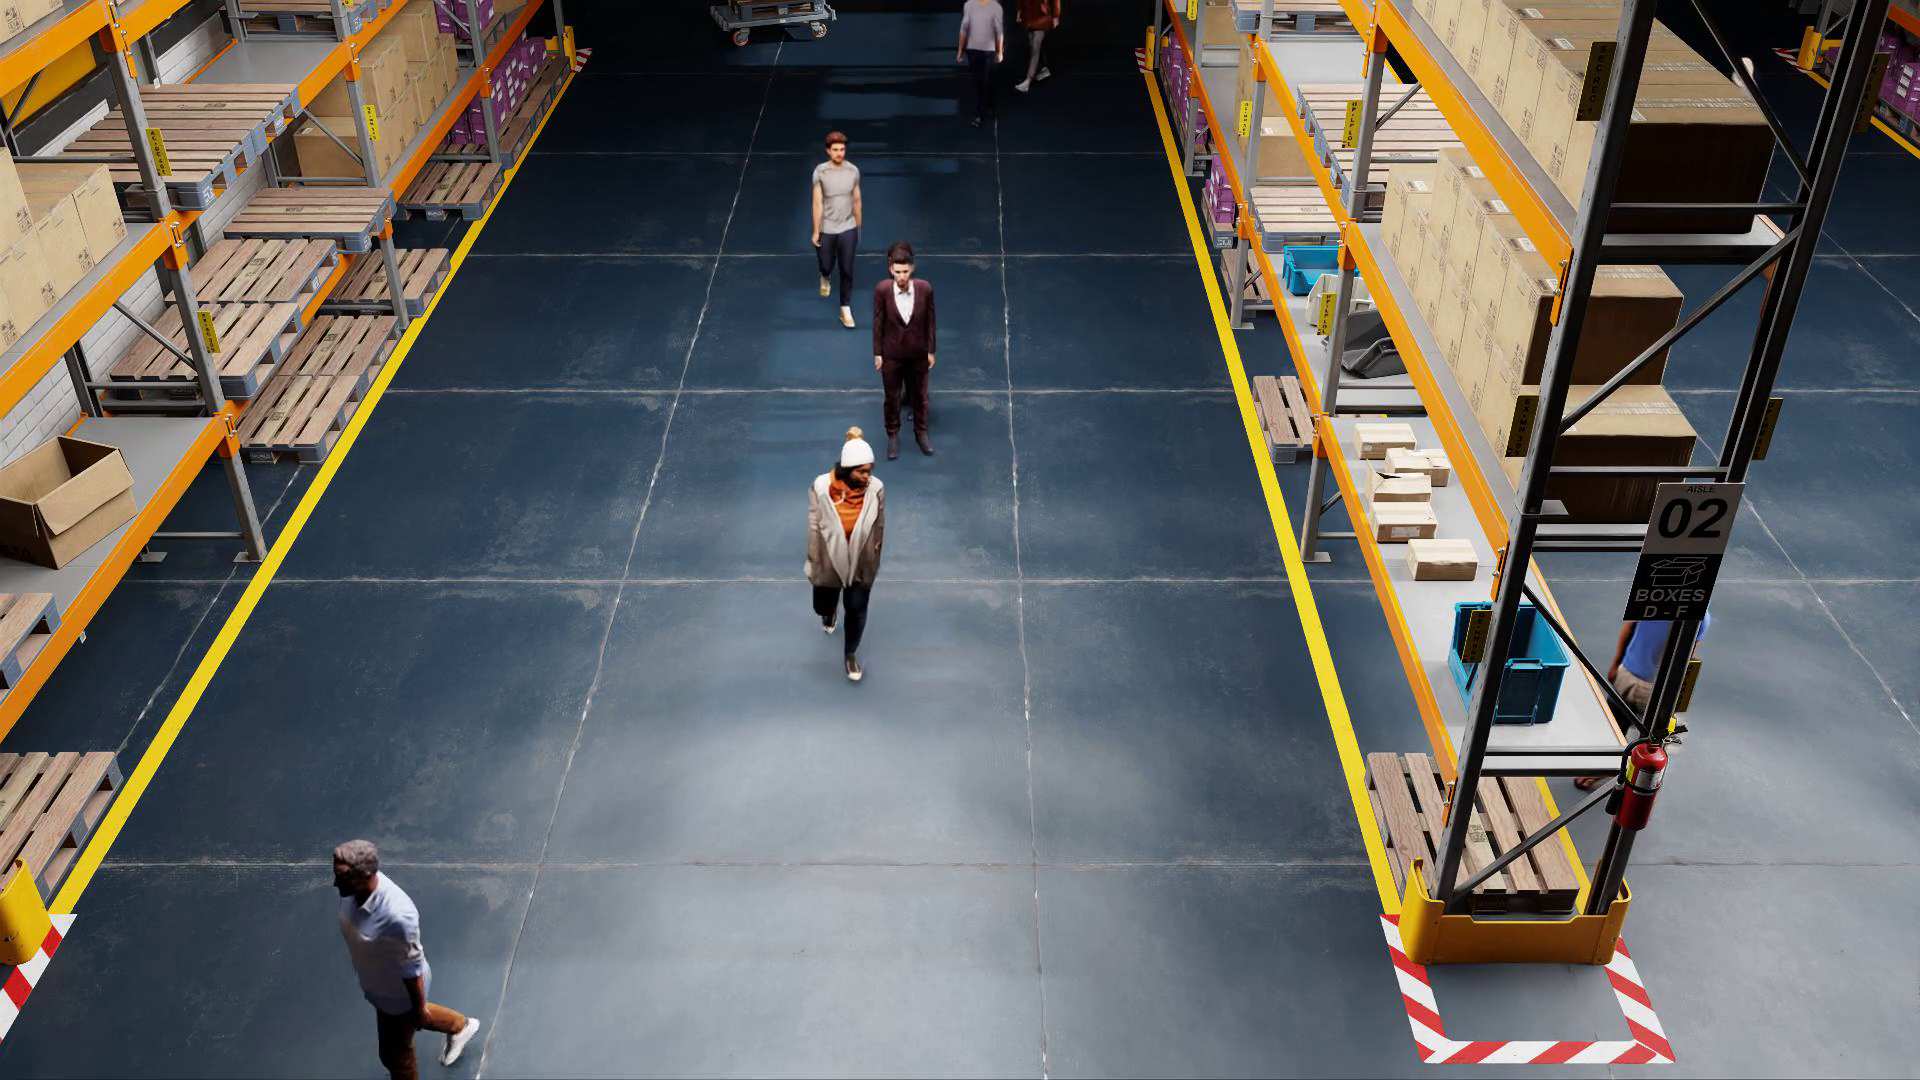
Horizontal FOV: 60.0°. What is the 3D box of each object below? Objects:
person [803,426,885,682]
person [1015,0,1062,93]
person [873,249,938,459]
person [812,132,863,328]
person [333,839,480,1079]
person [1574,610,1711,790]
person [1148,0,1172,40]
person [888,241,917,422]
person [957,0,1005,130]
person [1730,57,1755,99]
[{"bbox_3d":[-0.790,0.038,11.302,0.789,1.868,0.972,-2,34,-4],"label":"person"},{"bbox_3d":[1.053,-6.785,21.643,1.148,1.784,1.264,24,40,31],"label":"person"},{"bbox_3d":[-0.450,-1.570,13.735,0.699,1.853,0.635,-6,34,-9],"label":"person"},{"bbox_3d":[-1.200,-3.003,15.866,0.792,1.880,1.056,-7,34,-11],"label":"person"},{"bbox_3d":[-2.749,2.123,8.210,1.066,1.819,1.137,28,43,35],"label":"person"},{"bbox_3d":[4.198,0.826,10.123,0.780,1.861,0.701,-25,41,-32],"label":"person"},{"bbox_3d":[2.914,-7.674,23.088,0.781,1.665,0.614,-4,34,-5],"label":"person"},{"bbox_3d":[-0.448,-1.826,14.316,0.781,1.635,0.643,-16,37,-22],"label":"person"},{"bbox_3d":[0.307,-6.040,20.506,0.986,1.802,1.234,14,36,21],"label":"person"},{"bbox_3d":[8.311,-4.330,18.000,0.651,1.727,0.990,0,34,-1],"label":"person"}]
